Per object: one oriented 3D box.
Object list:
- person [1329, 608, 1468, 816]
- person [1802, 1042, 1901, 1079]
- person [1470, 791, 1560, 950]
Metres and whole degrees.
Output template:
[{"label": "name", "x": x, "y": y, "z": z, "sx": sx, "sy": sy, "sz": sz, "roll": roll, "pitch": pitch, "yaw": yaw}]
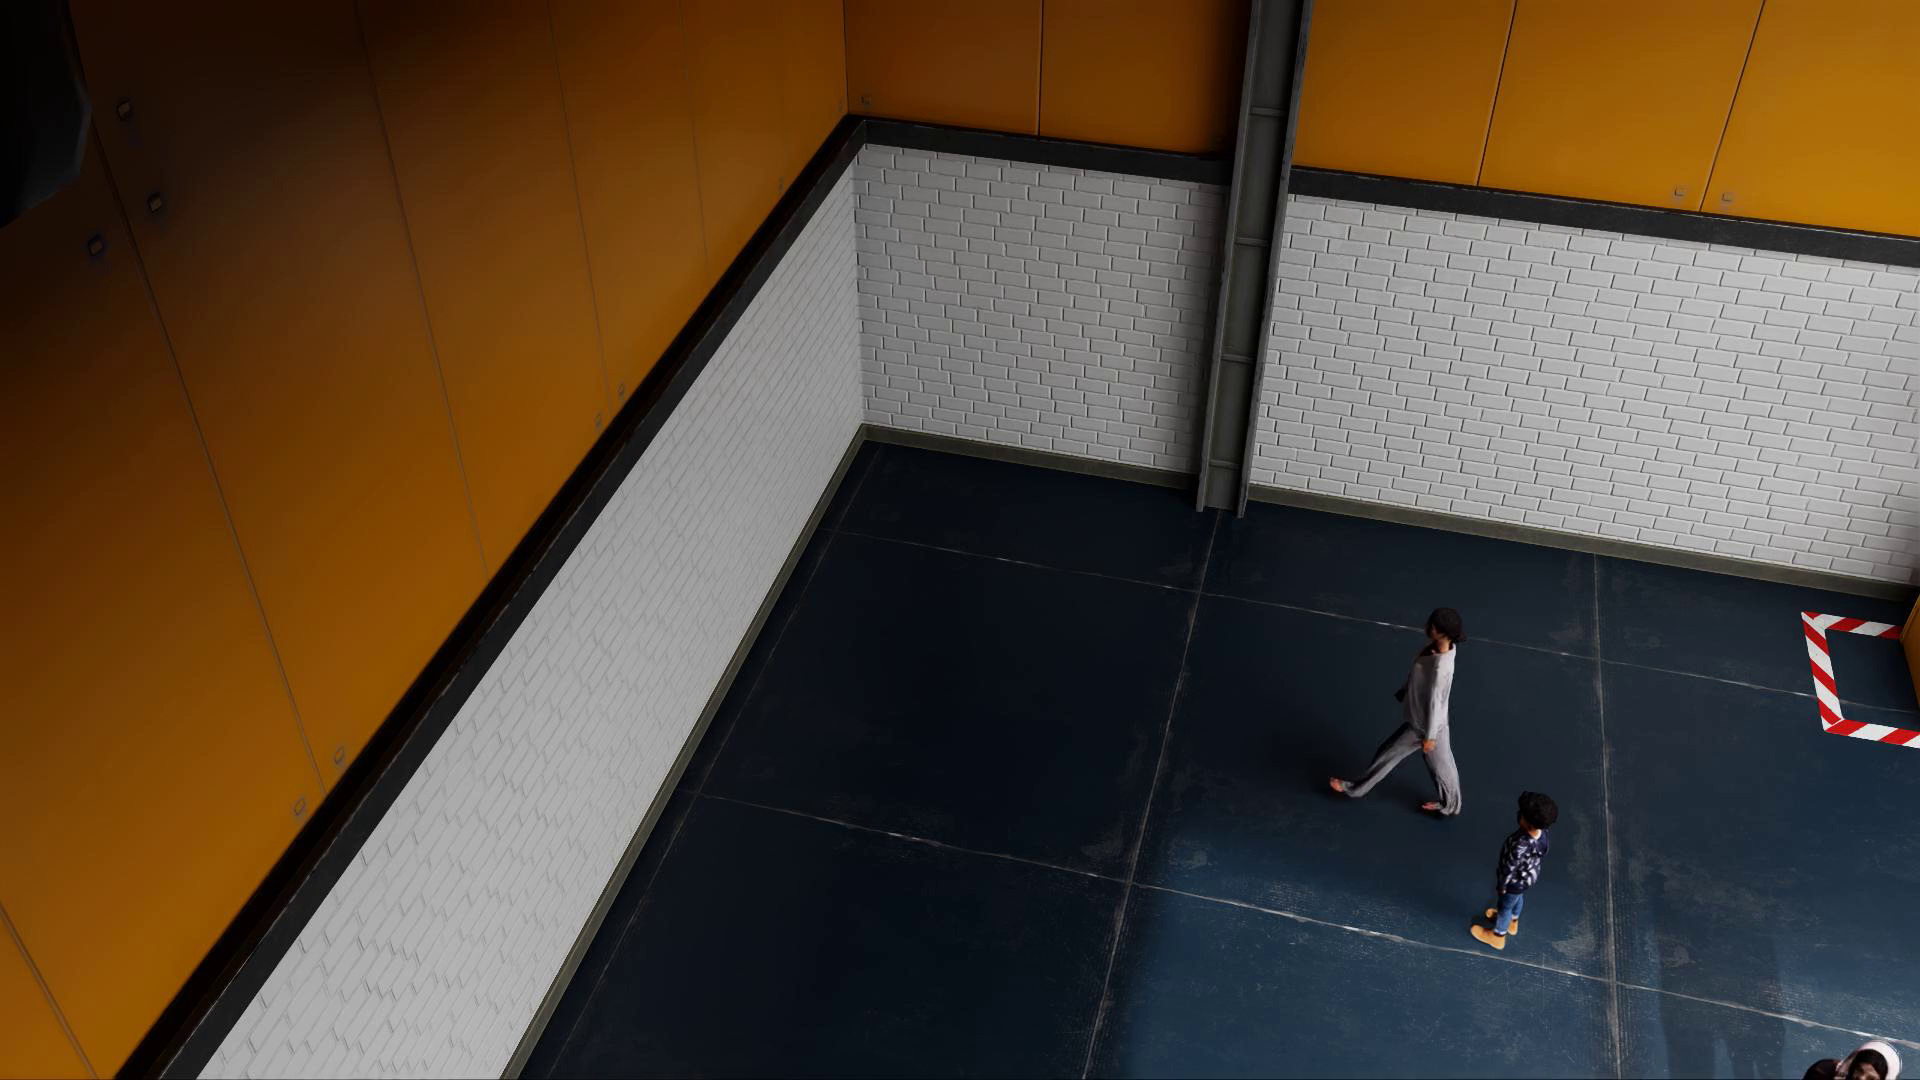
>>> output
[{"label": "person", "x": 3.085, "y": 1.153, "z": 10.712, "sx": 1.091, "sy": 1.720, "sz": 0.642, "roll": 11, "pitch": 40, "yaw": 14}, {"label": "person", "x": 4.371, "y": 3.054, "z": 8.399, "sx": 0.710, "sy": 1.638, "sz": 0.799, "roll": 30, "pitch": 48, "yaw": 32}, {"label": "person", "x": 3.373, "y": 1.986, "z": 10.046, "sx": 0.601, "sy": 1.251, "sz": 0.569, "roll": 29, "pitch": 47, "yaw": 31}]
